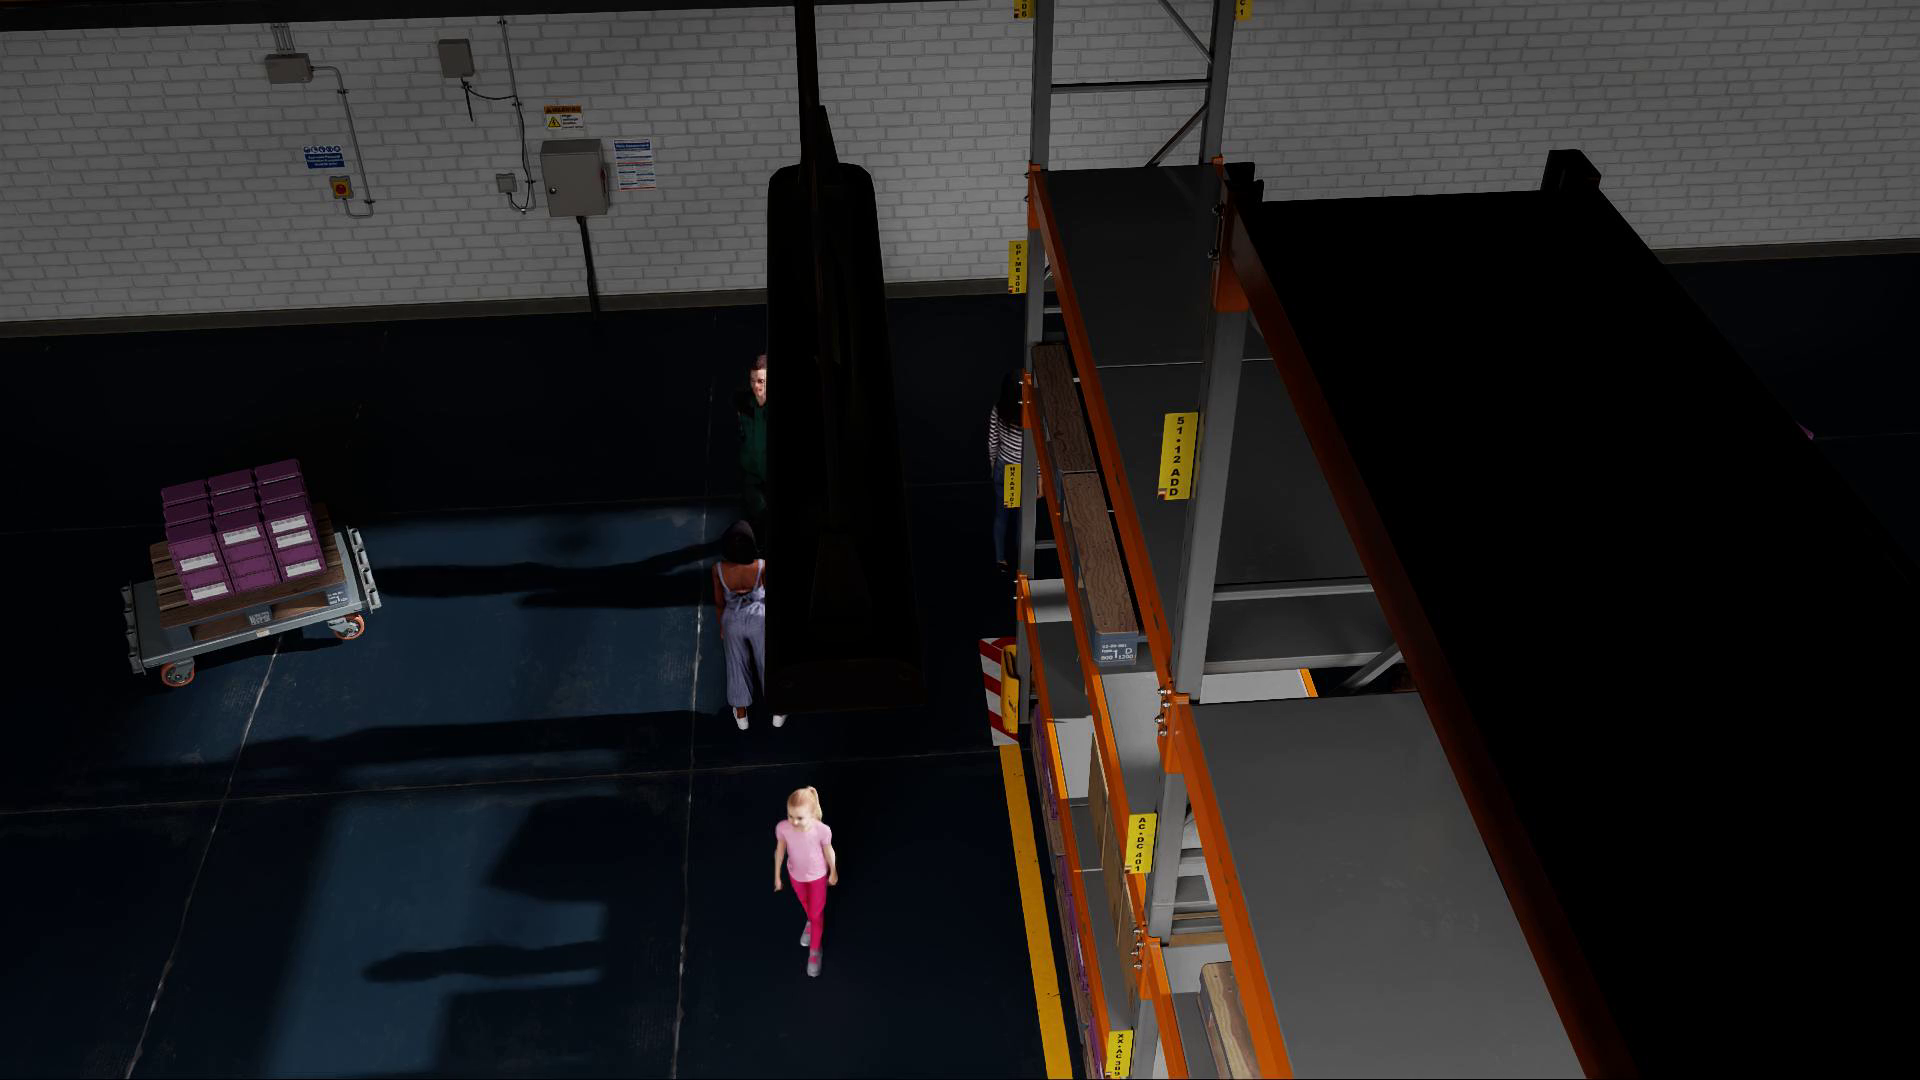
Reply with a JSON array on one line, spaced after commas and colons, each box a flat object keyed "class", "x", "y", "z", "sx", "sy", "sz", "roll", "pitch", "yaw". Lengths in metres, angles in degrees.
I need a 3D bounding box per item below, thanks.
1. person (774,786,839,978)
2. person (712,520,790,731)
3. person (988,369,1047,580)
[{"class": "person", "x": -0.859, "y": 1.848, "z": 9.528, "sx": 0.607, "sy": 1.259, "sz": 0.738, "roll": 8, "pitch": 39, "yaw": 9}, {"class": "person", "x": -1.366, "y": 0.555, "z": 10.796, "sx": 0.576, "sy": 1.696, "sz": 0.527, "roll": -2, "pitch": 39, "yaw": -2}, {"class": "person", "x": 0.394, "y": -0.444, "z": 11.968, "sx": 0.649, "sy": 1.796, "sz": 0.700, "roll": 26, "pitch": 45, "yaw": 28}]
